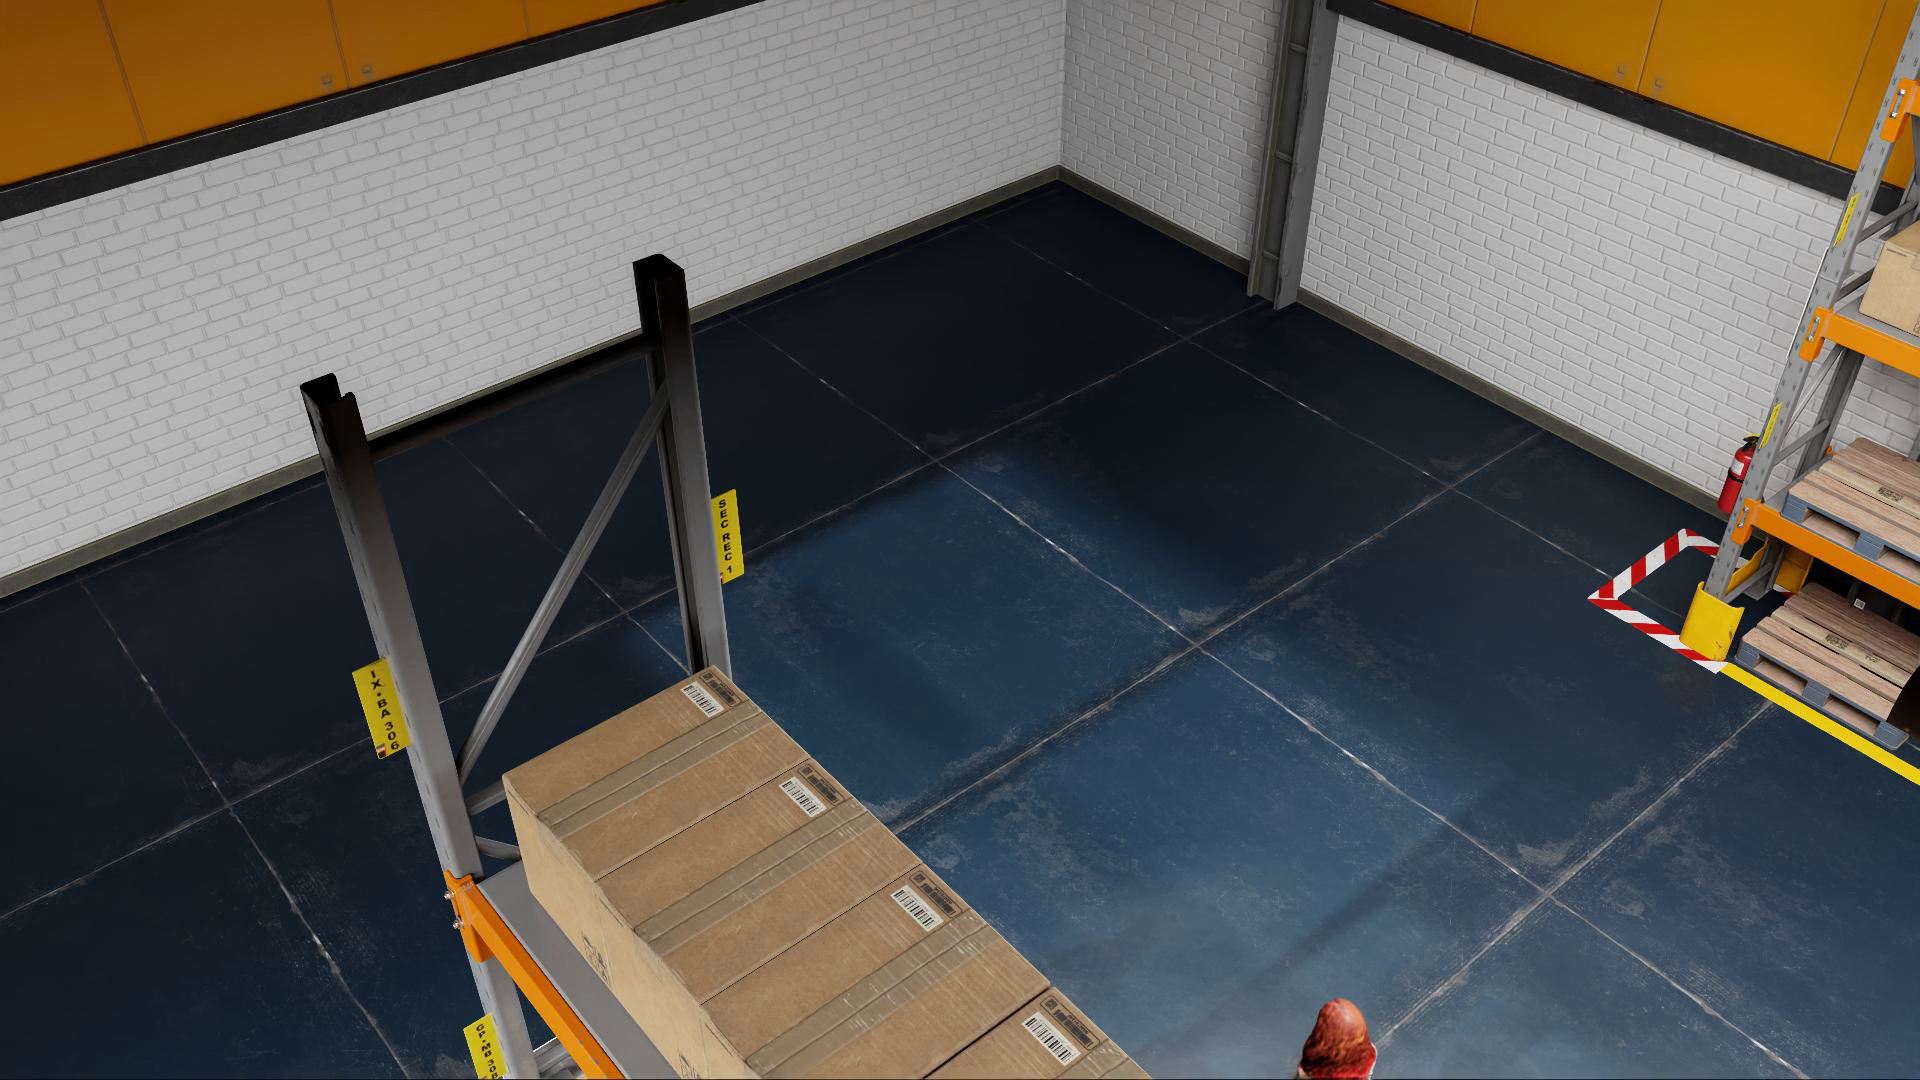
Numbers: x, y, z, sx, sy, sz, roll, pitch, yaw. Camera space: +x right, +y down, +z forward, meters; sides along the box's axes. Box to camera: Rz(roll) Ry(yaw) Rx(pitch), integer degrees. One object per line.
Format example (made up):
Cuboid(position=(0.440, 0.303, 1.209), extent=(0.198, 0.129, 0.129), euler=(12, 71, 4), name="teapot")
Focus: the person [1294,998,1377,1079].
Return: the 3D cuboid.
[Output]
Cuboid(position=(1.756, 2.848, 8.056), extent=(0.655, 1.824, 0.640), euler=(-9, 40, -11), name="person")
